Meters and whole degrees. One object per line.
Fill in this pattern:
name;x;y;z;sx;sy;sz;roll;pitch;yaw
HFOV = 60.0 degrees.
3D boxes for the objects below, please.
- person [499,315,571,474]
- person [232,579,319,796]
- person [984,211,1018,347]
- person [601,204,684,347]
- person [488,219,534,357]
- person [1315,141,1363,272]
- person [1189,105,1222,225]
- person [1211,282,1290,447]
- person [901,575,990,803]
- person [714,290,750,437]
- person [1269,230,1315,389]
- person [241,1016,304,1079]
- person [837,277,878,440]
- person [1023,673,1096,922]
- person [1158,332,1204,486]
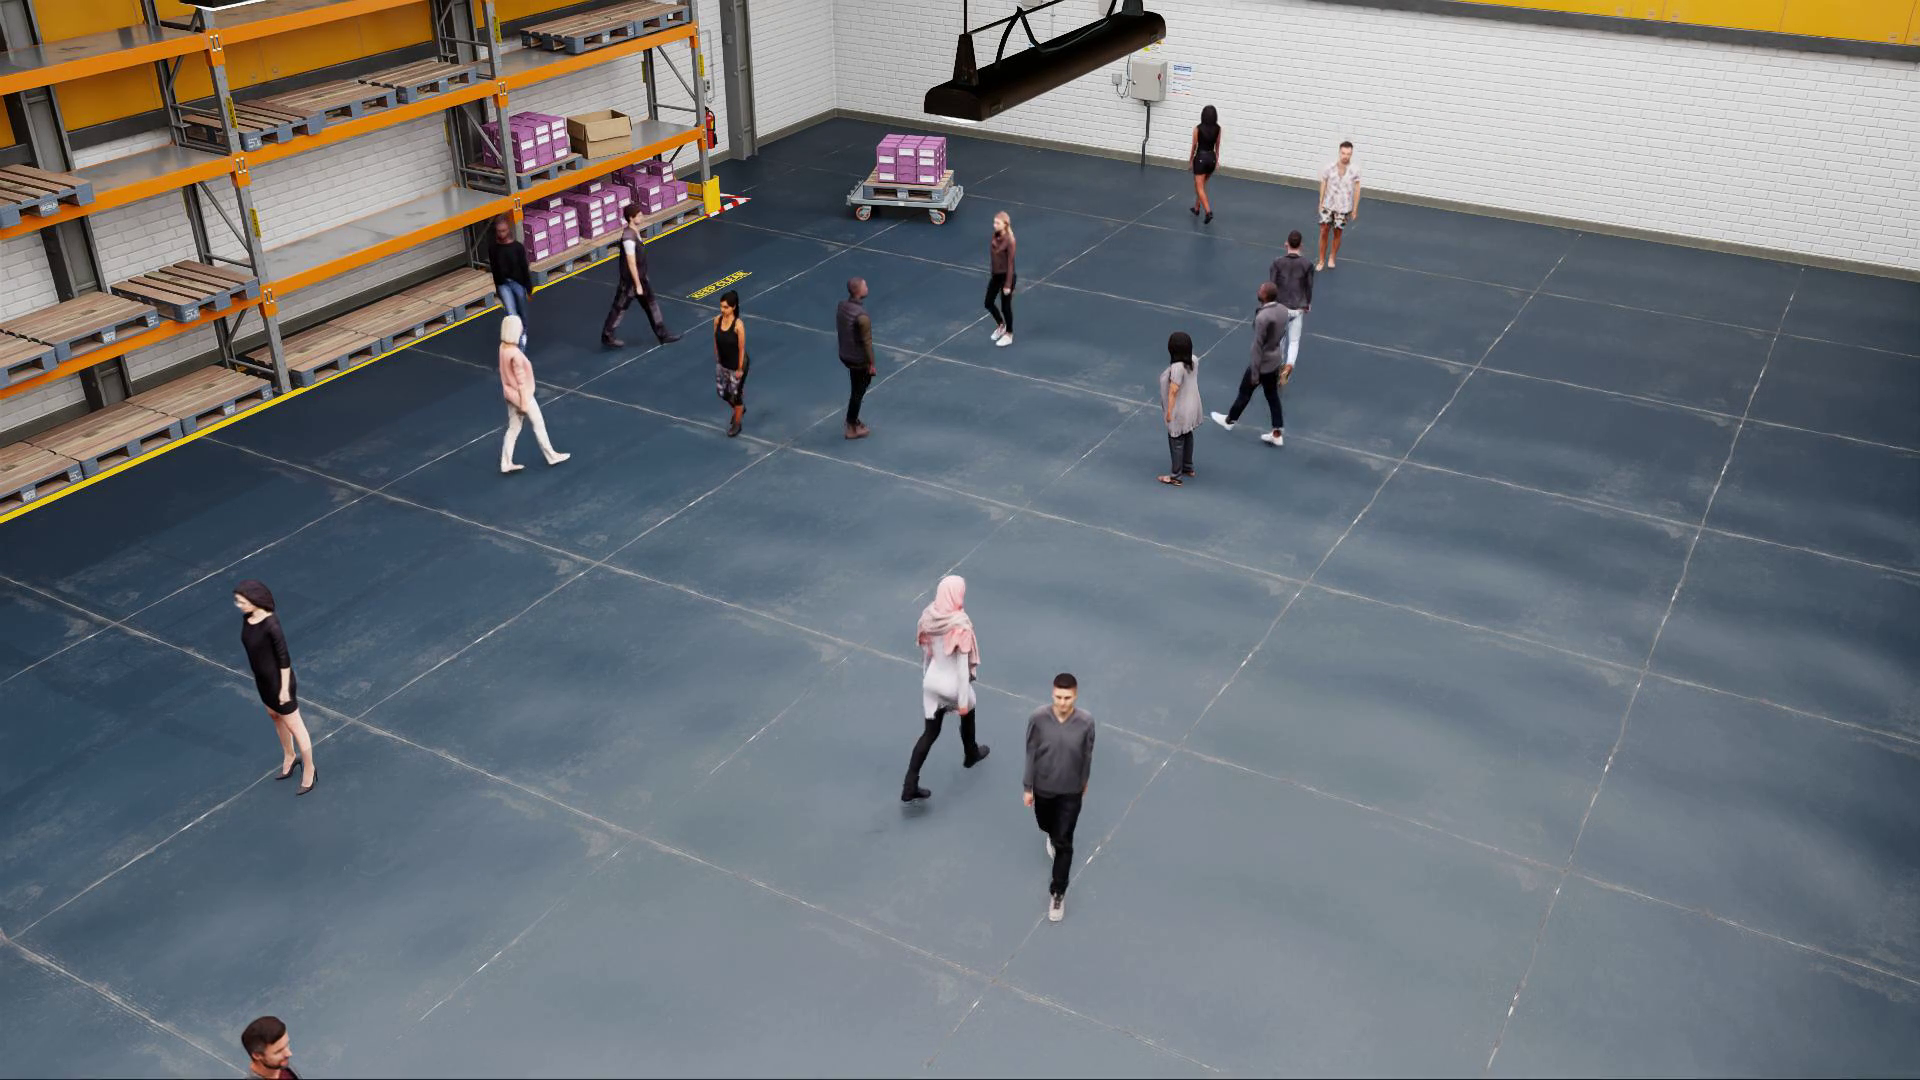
person;-4.605;-1.466;17.104;1.062;1.696;0.838;-21;35;-33
person;-5.074;1.069;12.345;0.633;1.803;0.562;24;37;36
person;0.590;-3.195;20.279;0.689;1.691;0.698;-19;34;-31
person;-4.048;-3.134;20.062;1.142;1.791;1.254;-1;29;-1
person;-5.372;-3.036;19.971;1.147;1.708;1.213;-7;29;-13
person;5.163;-4.621;22.787;0.824;1.792;0.924;7;29;13
person;3.620;-5.489;24.468;1.112;1.707;1.132;-9;30;-16
person;3.320;-1.828;17.683;0.995;1.778;1.118;25;37;38
person;-0.162;1.148;12.259;0.815;1.747;1.246;23;36;36
person;-2.414;-1.937;18.010;0.579;1.655;0.631;16;32;26
person;3.796;-2.635;19.126;0.881;1.812;1.158;5;29;9
person;-3.414;3.158;8.443;0.843;1.872;0.770;-5;29;-10
person;-1.196;-1.932;17.825;0.865;1.824;0.852;-14;32;-24
person;0.663;1.640;11.377;0.922;1.728;1.216;4;29;7
person;2.272;-1.361;17.009;0.692;1.603;0.601;17;33;29
